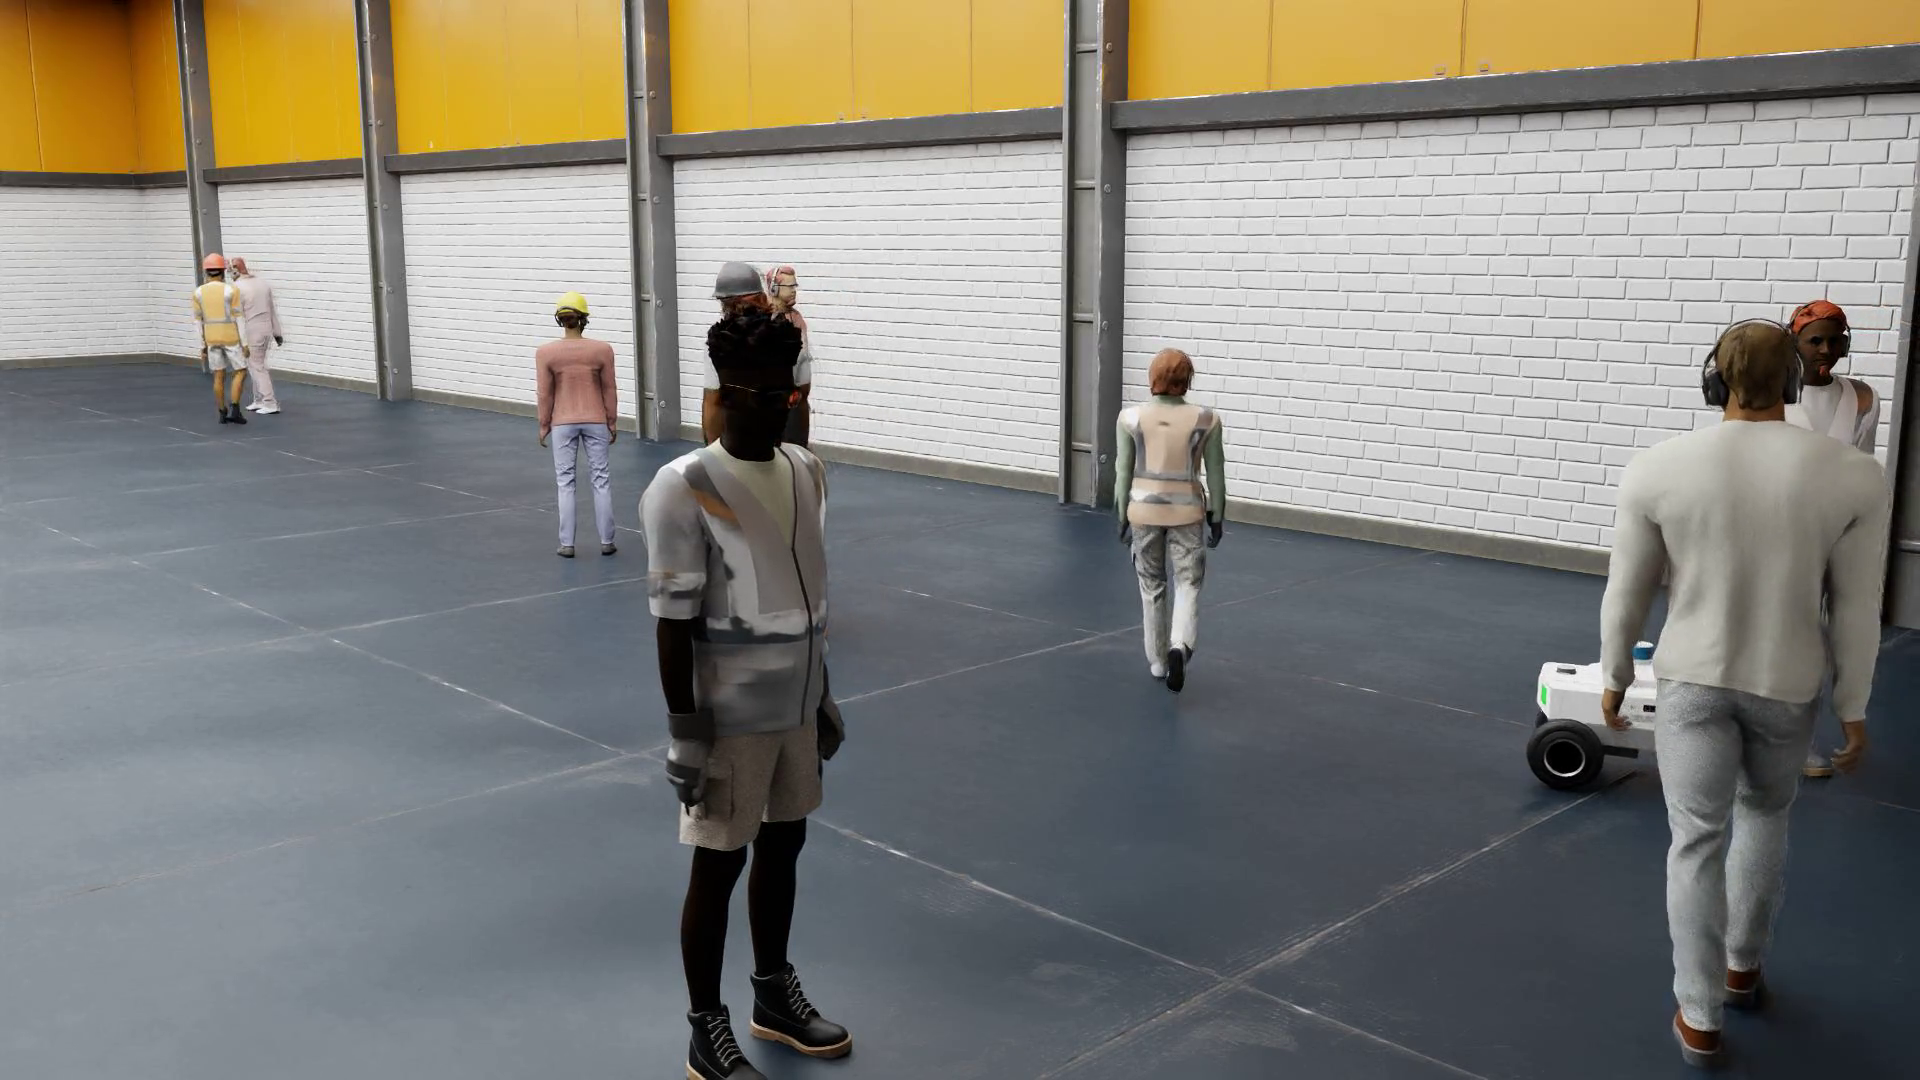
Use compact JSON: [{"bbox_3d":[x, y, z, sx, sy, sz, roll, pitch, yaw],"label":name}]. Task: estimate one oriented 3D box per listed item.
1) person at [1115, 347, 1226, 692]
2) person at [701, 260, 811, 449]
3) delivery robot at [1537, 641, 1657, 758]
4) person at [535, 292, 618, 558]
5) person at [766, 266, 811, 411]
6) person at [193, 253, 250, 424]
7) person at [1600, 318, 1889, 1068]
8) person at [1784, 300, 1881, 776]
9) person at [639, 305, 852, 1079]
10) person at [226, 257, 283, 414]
[{"bbox_3d":[0.973,-0.085,7.776,0.520,1.616,0.645,2,11,11],"label":"person"},{"bbox_3d":[-1.047,-0.537,9.072,0.852,2.000,0.686,7,12,32],"label":"person"},{"bbox_3d":[2.628,0.636,6.472,0.707,0.478,0.477,4,11,23],"label":"delivery robot"},{"bbox_3d":[-2.535,-0.758,11.046,0.523,1.763,0.329,-3,11,-16],"label":"person"},{"bbox_3d":[-1.302,-1.057,12.277,0.409,1.905,0.651,5,12,26],"label":"person"},{"bbox_3d":[-8.323,-2.265,18.789,0.566,1.935,0.431,0,10,2],"label":"person"},{"bbox_3d":[2.051,0.372,4.452,0.651,1.909,0.840,4,11,19],"label":"person"},{"bbox_3d":[3.286,0.005,6.545,0.583,1.882,0.337,0,10,1],"label":"person"},{"bbox_3d":[-0.510,0.403,4.146,0.361,1.964,0.613,7,12,32],"label":"person"},{"bbox_3d":[-8.503,-2.433,19.884,0.730,1.864,0.724,3,11,16],"label":"person"}]
